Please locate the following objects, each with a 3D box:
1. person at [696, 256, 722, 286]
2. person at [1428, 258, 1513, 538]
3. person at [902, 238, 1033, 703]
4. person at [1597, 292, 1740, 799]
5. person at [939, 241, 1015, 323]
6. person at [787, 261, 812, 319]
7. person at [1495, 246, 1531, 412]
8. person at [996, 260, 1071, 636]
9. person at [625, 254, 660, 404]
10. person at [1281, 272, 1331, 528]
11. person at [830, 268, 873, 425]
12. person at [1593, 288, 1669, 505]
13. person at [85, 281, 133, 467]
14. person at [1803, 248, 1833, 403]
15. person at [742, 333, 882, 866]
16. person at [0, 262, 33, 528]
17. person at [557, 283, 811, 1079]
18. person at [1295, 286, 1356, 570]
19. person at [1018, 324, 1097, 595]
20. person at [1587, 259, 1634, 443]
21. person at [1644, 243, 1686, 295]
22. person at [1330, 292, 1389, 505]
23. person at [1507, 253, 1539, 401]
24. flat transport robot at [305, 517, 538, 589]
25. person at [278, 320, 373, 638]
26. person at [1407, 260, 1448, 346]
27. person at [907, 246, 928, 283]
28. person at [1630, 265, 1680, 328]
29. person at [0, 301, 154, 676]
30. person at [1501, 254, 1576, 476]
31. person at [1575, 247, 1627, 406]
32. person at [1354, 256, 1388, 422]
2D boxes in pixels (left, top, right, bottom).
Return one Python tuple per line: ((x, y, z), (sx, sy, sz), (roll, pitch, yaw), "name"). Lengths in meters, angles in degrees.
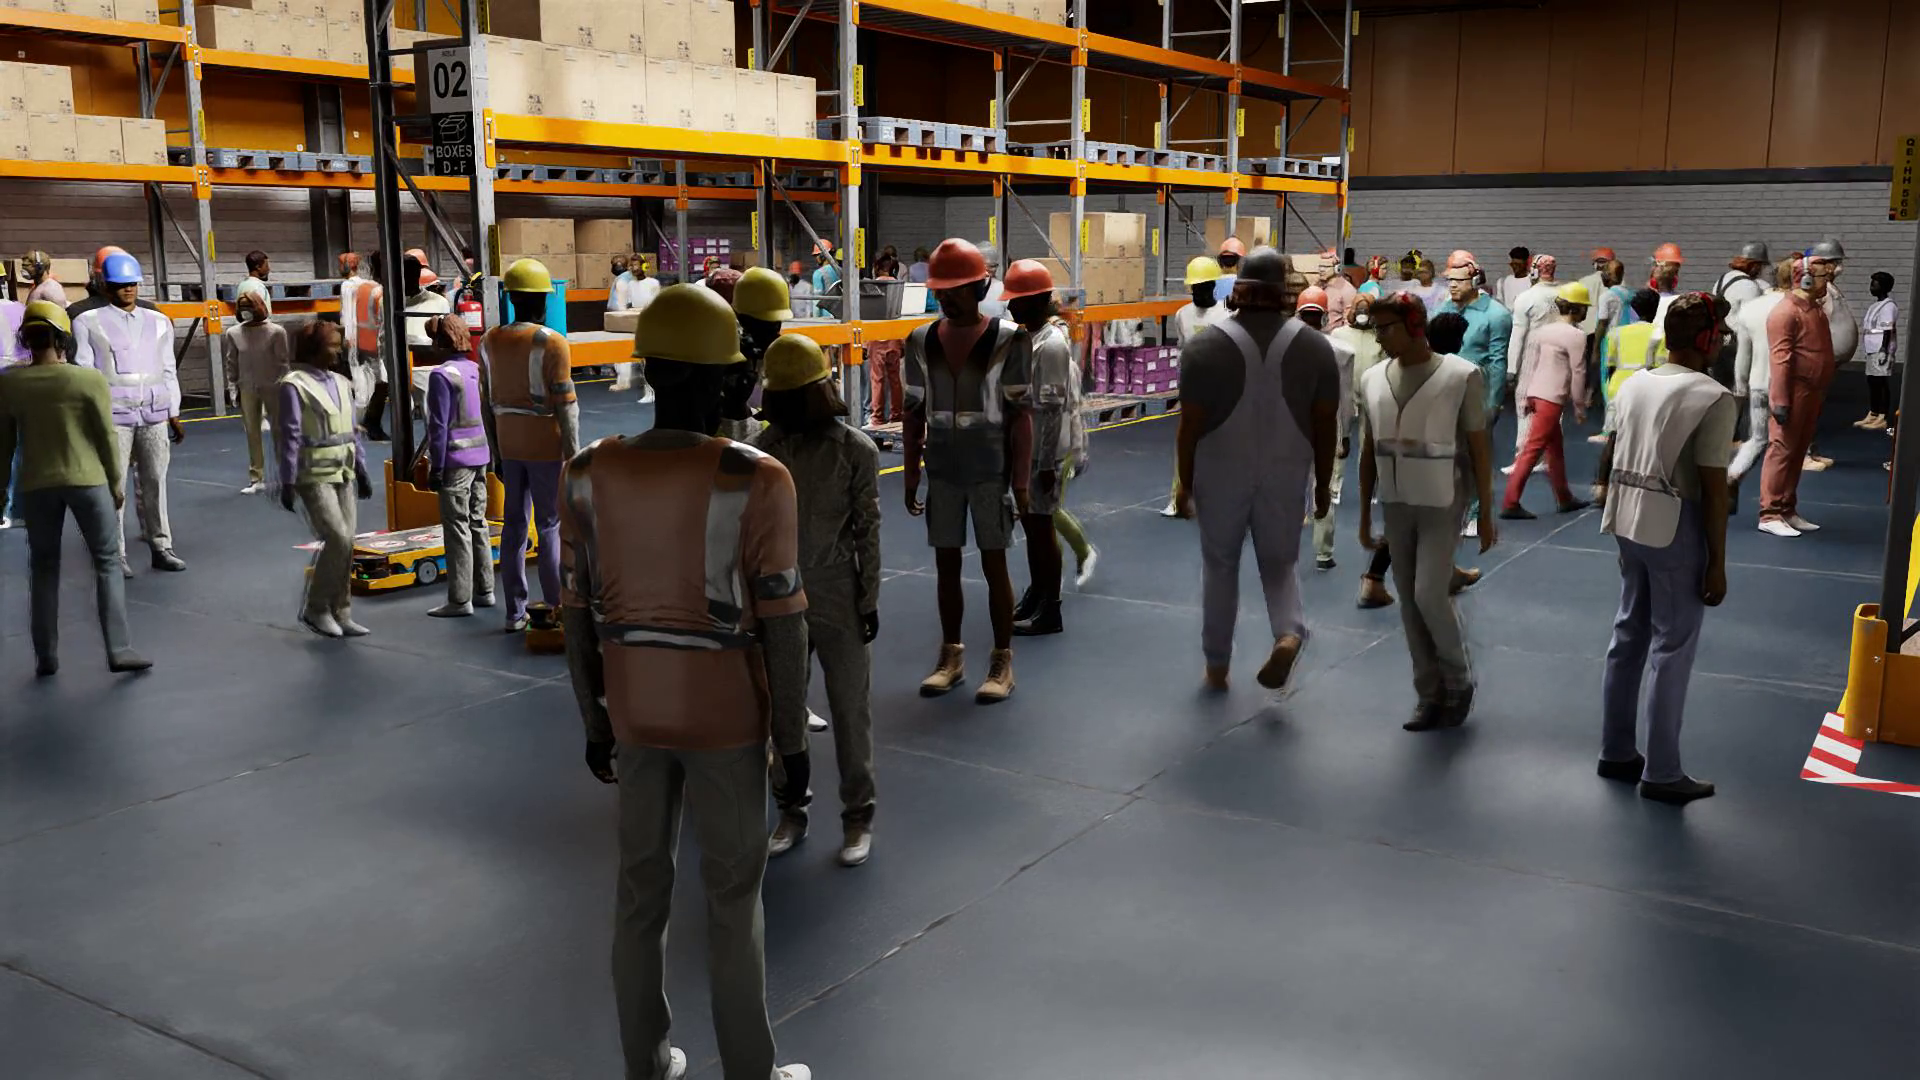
((-2.989, -2.461, 19.849), (0.388, 1.837, 0.560), (5, 11, 26), "person")
((3.438, -0.971, 11.419), (0.399, 1.900, 0.644), (-8, 13, -39), "person")
((0.015, -0.295, 7.315), (0.612, 2.029, 0.407), (4, 11, 22), "person")
((2.559, 0.026, 6.057), (0.388, 1.837, 0.562), (-3, 11, -15), "person")
((0.220, -1.562, 14.286), (0.720, 2.000, 0.777), (4, 11, 21), "person")
((-2.537, -3.449, 25.690), (0.574, 1.706, 0.849), (2, 10, 10), "person")
((6.575, -2.477, 19.623), (0.621, 1.955, 0.392), (9, 13, 40), "person")
((0.369, -0.465, 8.540), (0.388, 1.926, 0.549), (-2, 11, -13), "person")
((-3.935, -2.598, 20.554), (0.549, 1.849, 0.566), (6, 12, 29), "person")
((2.380, -1.026, 12.012), (0.553, 1.808, 0.844), (1, 10, 7), "person")
((-1.126, -2.176, 18.074), (0.598, 1.908, 0.410), (-5, 11, -24), "person")
((5.172, -1.089, 12.714), (0.896, 1.642, 0.560), (-10, 14, -43), "person")
((-7.453, -1.449, 14.663), (0.472, 1.678, 0.693), (1, 10, 6), "person")
((10.536, -2.640, 20.573), (0.625, 1.934, 0.436), (-9, 14, -41), "person")
((-0.498, 0.196, 5.404), (0.494, 1.730, 0.324), (2, 10, 11), "person")
((-6.757, -1.041, 11.746), (0.393, 1.918, 0.585), (-1, 10, -4), "person")
((-0.608, 0.392, 3.773), (0.588, 1.927, 0.371), (3, 11, 17), "person")
((2.148, -0.687, 10.264), (0.568, 1.743, 0.358), (3, 11, 15), "person")
((0.502, -0.481, 9.465), (0.420, 1.610, 0.539), (-8, 13, -37), "person")
((6.533, -1.869, 16.590), (0.611, 1.829, 0.417), (-7, 12, -32), "person")
((7.059, -1.981, 16.751), (0.413, 1.994, 0.621), (7, 13, 35), "person")
((3.049, -1.077, 12.725), (0.498, 1.633, 0.278), (0, 10, 1), "person")
((7.010, -2.585, 20.440), (0.412, 1.864, 0.589), (-7, 12, -34), "person")
((-3.180, 0.064, 10.179), (0.652, 0.197, 1.431), (8, 13, 37), "flat transport robot")
((-3.186, -0.291, 8.392), (0.380, 1.620, 0.559), (2, 11, 13), "person")
((5.427, -2.373, 19.475), (1.007, 1.782, 0.499), (-10, 14, -43), "person")
((-0.620, -3.984, 28.051), (0.648, 1.917, 0.653), (-7, 12, -33), "person")
((6.457, -1.627, 15.347), (0.577, 1.799, 0.938), (6, 12, 29), "person")
((-4.123, -0.221, 7.683), (0.686, 1.742, 0.512), (-2, 10, -9), "person")
((4.977, -1.499, 14.334), (0.644, 1.900, 0.399), (-4, 11, -21), "person")
((7.645, -2.538, 19.978), (0.671, 1.951, 0.897), (7, 13, 35), "person")
((4.518, -2.196, 18.334), (0.390, 1.847, 0.563), (0, 10, 1), "person")
